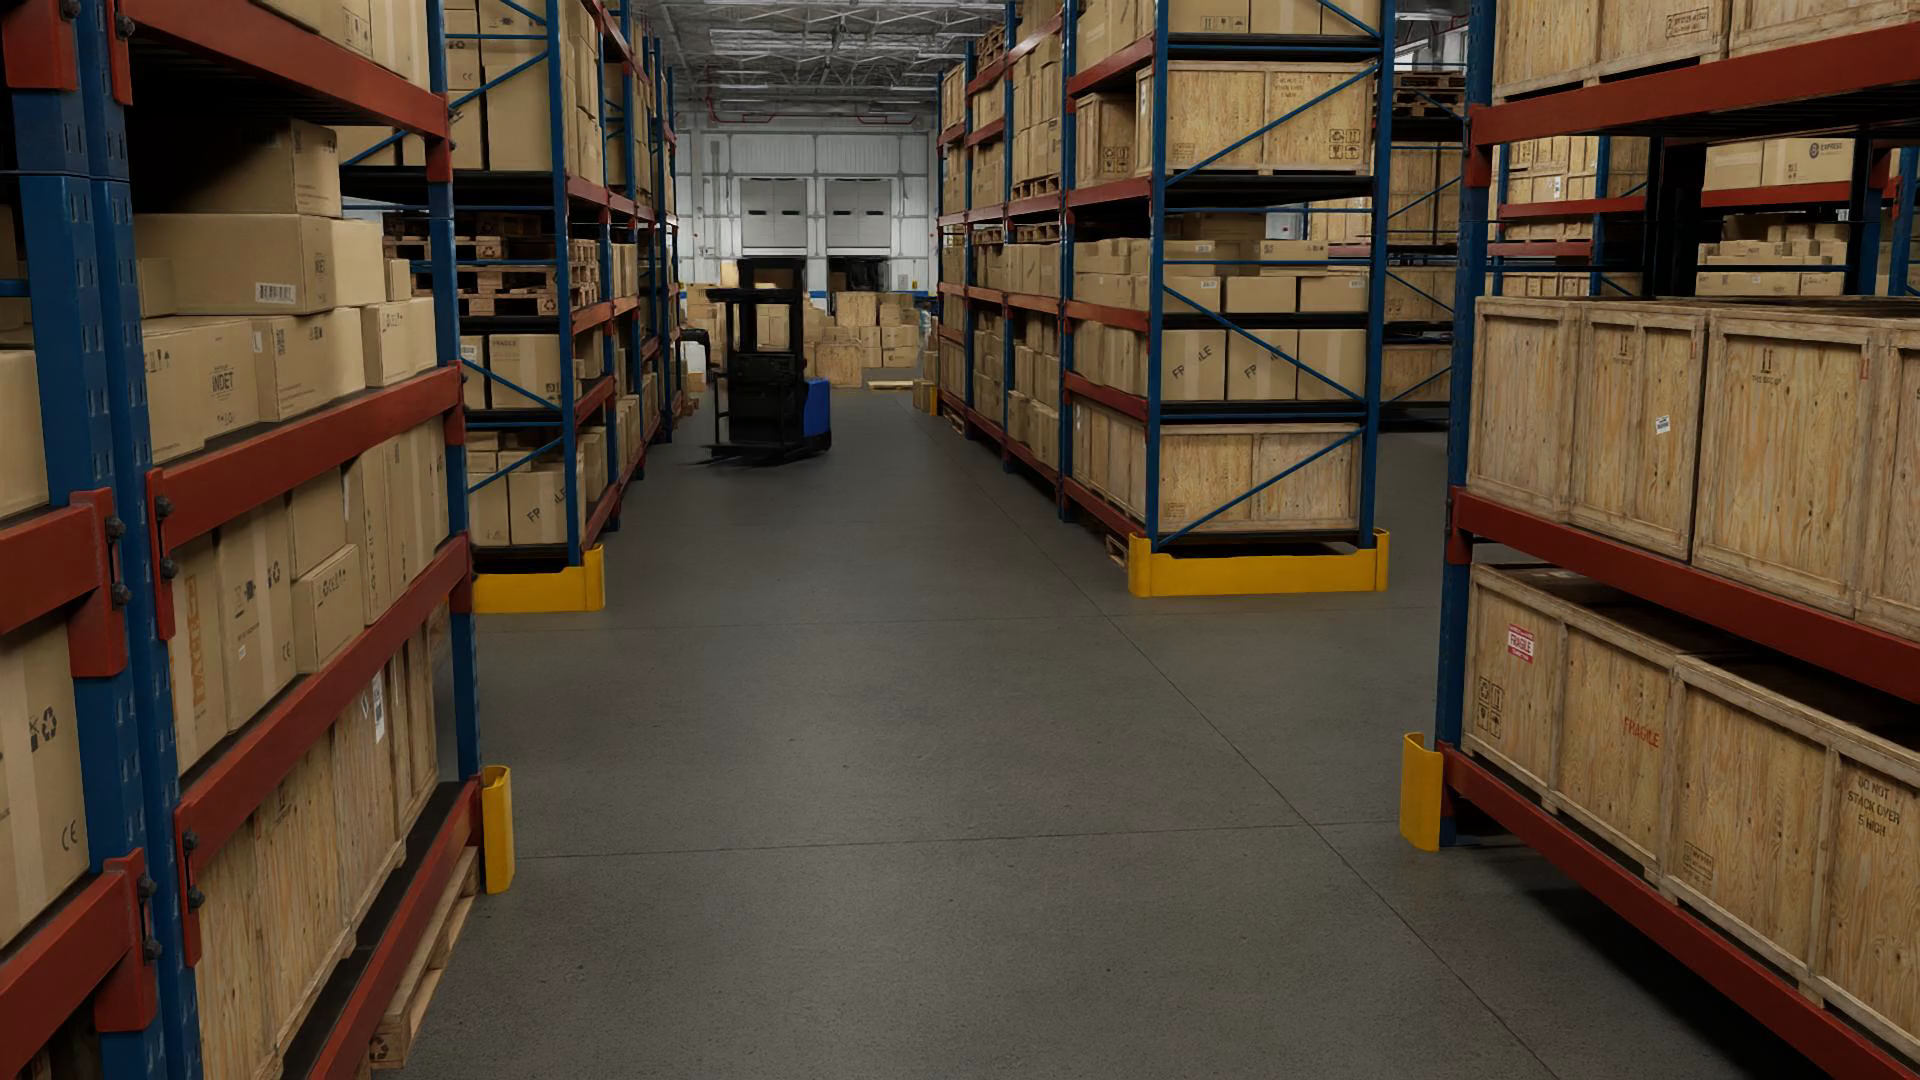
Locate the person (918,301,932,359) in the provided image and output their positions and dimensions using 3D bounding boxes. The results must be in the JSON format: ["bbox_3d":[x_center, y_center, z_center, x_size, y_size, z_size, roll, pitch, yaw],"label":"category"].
[{"bbox_3d":[-0.903,-5.754,45.727,0.378,1.627,0.520,3,10,18],"label":"person"}]

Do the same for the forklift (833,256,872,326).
[{"bbox_3d":[-3.422,-8.176,56.164,1.129,2.768,1.873,-7,12,-35],"label":"forklift"}]

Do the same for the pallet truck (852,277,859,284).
[{"bbox_3d":[-3.782,-9.391,65.808,1.885,1.965,0.823,2,10,10],"label":"pallet truck"}]

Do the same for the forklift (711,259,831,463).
[{"bbox_3d":[-2.655,-2.591,23.648,1.129,2.768,1.873,3,10,18],"label":"forklift"}]

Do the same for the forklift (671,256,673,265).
[{"bbox_3d":[-10.987,-9.066,61.344,1.129,2.768,1.873,-1,10,-7],"label":"forklift"}]
